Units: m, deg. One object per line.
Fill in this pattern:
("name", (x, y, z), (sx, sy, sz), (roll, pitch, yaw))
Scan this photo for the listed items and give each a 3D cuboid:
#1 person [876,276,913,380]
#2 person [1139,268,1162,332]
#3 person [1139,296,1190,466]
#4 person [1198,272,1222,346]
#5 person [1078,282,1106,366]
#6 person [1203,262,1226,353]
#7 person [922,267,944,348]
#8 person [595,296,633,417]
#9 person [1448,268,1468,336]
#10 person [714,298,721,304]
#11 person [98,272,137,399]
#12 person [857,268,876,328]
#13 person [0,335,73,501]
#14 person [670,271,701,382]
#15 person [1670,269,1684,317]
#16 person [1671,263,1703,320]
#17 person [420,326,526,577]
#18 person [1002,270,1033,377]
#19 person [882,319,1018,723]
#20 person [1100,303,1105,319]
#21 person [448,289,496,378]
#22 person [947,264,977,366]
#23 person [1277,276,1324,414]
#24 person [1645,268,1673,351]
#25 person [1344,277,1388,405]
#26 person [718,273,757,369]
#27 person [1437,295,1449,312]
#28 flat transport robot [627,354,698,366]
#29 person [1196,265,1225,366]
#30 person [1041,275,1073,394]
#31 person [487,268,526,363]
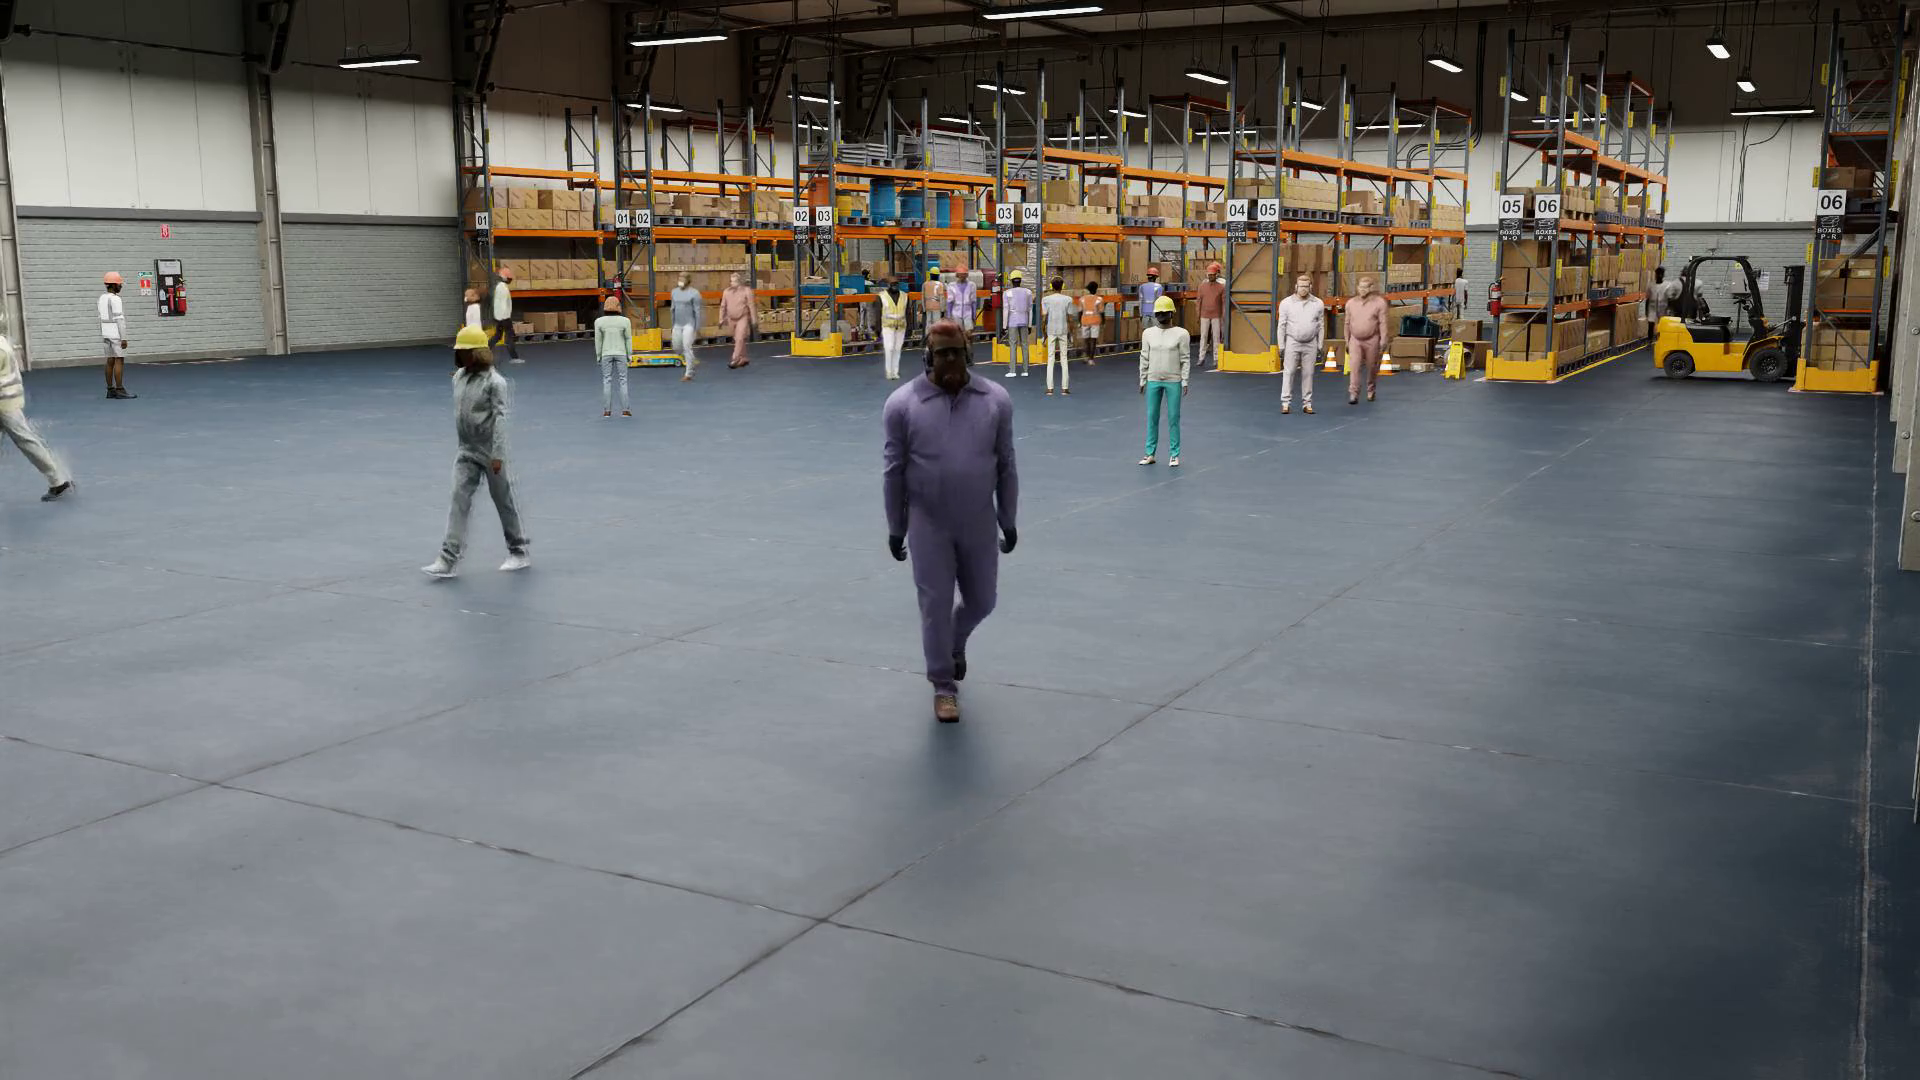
("person", (-1.123, -3.717, 29.274), (0.630, 1.818, 0.763), (-4, 10, -21))
("person", (4.092, -4.851, 35.572), (0.542, 1.927, 0.374), (5, 11, 26))
("person", (2.112, -1.640, 17.247), (0.533, 1.767, 0.327), (4, 11, 23))
("person", (6.120, -5.665, 40.303), (0.621, 1.947, 1.020), (6, 11, 31))
("person", (2.661, -4.300, 33.108), (0.544, 1.664, 0.769), (4, 11, 24))
("person", (5.654, -5.172, 37.099), (0.608, 2.048, 0.368), (6, 11, 30))
("person", (-0.609, -5.367, 38.597), (0.590, 1.926, 0.388), (6, 12, 33))
("person", (-4.685, -2.478, 22.539), (0.500, 1.633, 0.281), (-1, 10, -6))
("person", (13.324, -6.341, 44.506), (0.510, 1.860, 0.333), (2, 10, 11))
("person", (-6.277, -6.189, 43.505), (0.540, 1.903, 0.964), (5, 11, 28))
("person", (-12.894, -3.121, 25.417), (0.551, 1.935, 0.375), (7, 12, 35))
("person", (-2.291, -5.691, 40.656), (0.521, 1.873, 0.328), (4, 11, 24))
("person", (-8.373, -1.189, 14.613), (0.950, 1.780, 0.614), (-6, 12, -33))
("person", (-4.733, -3.694, 28.801), (0.642, 1.924, 0.502), (6, 11, 30))
("person", (17.667, -5.697, 40.641), (0.661, 1.882, 1.027), (3, 10, 17))
("person", (16.923, -5.447, 38.732), (0.692, 2.000, 0.585), (6, 11, 31))
("person", (-3.301, -0.592, 11.304), (0.504, 1.699, 0.820), (5, 11, 27))
("person", (1.024, -3.884, 29.939), (0.586, 1.917, 0.381), (-4, 10, -21))
("person", (-0.056, -0.117, 7.972), (0.654, 1.882, 0.687), (-2, 10, -13))
("person", (3.606, -6.300, 44.348), (0.566, 1.834, 0.414), (0, 10, -2))
("person", (-8.642, -3.642, 29.479), (0.847, 1.582, 0.515), (-7, 12, -35))
("person", (0.047, -4.449, 32.992), (0.625, 2.006, 0.938), (-1, 10, -6))
("person", (4.709, -2.684, 22.953), (0.651, 1.904, 0.401), (0, 10, -1))
("person", (16.124, -5.323, 38.418), (0.604, 1.914, 1.023), (5, 11, 28))
("person", (6.027, -2.960, 24.680), (0.653, 1.870, 0.941), (4, 11, 24))
("person", (-4.333, -4.271, 32.444), (0.696, 1.845, 1.028), (4, 11, 23))
("person", (13.602, -6.692, 47.164), (0.758, 1.660, 0.572), (3, 10, 15))
("flat transport robot", (-5.930, -3.564, 32.881), (1.431, 0.197, 0.652), (-3, 10, -15))
("person", (4.997, -4.461, 33.088), (0.609, 1.996, 0.383), (3, 10, 18))
("person", (1.532, -3.221, 26.188), (0.514, 1.876, 0.328), (0, 10, 2))
("person", (-9.333, -4.530, 33.678), (0.906, 1.953, 0.624), (-6, 11, -30))
